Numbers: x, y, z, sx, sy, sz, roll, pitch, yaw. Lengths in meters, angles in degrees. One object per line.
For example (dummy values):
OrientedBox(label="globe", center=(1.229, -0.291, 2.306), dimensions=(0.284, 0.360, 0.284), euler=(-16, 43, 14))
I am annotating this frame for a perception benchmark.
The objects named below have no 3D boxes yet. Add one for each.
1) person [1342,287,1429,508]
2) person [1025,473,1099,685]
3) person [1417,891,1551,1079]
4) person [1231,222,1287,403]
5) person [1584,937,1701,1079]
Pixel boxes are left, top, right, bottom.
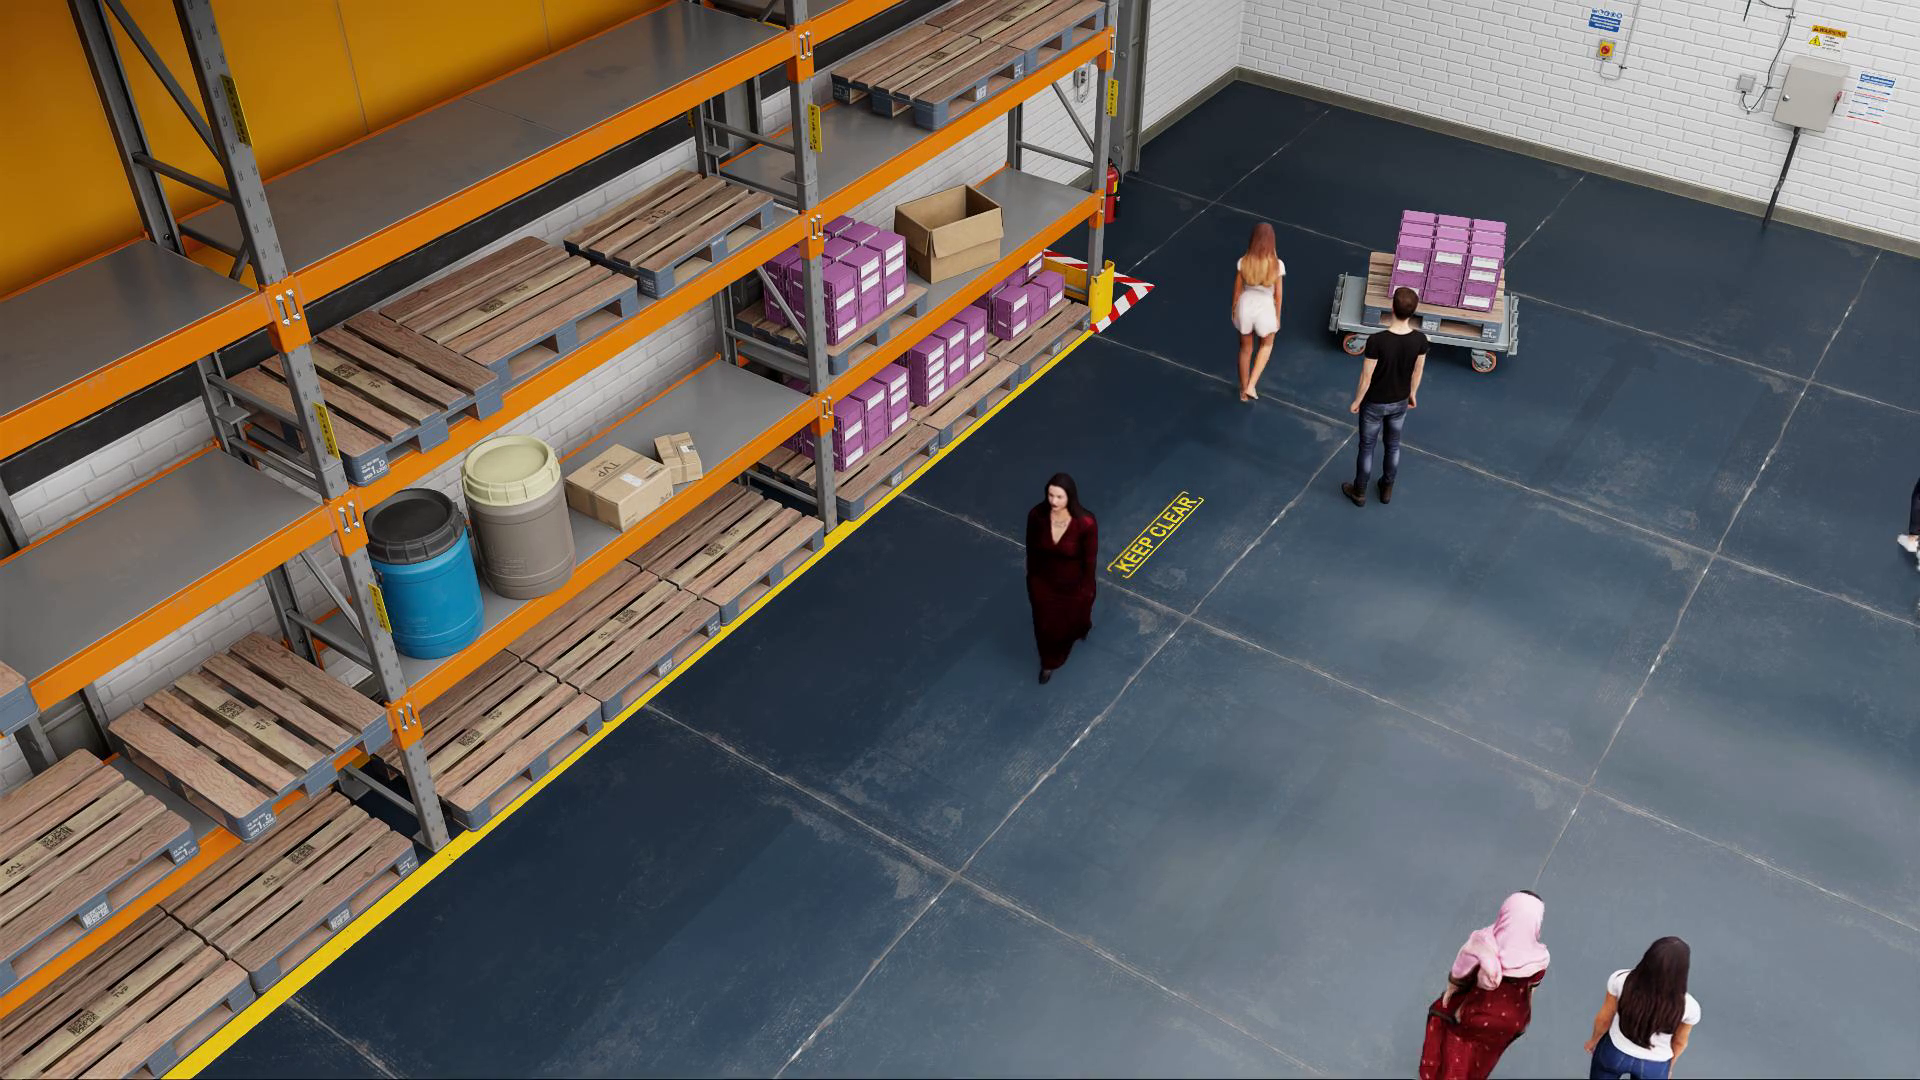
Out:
OrientedBox(label="person", center=(3.315, -1.097, 12.943), dimensions=(0.758, 1.896, 0.809), euler=(-5, 39, -6))
OrientedBox(label="person", center=(0.718, 0.226, 11.408), dimensions=(0.788, 1.744, 0.874), euler=(13, 40, 15))
OrientedBox(label="person", center=(2.771, 2.483, 8.683), dimensions=(0.778, 1.618, 0.822), euler=(5, 39, 6))
OrientedBox(label="person", center=(2.491, -1.860, 14.065), dimensions=(0.692, 1.688, 0.761), euler=(12, 40, 15))
OrientedBox(label="person", center=(3.387, 2.625, 8.380), dimensions=(0.606, 1.775, 0.544), euler=(19, 42, 22))
